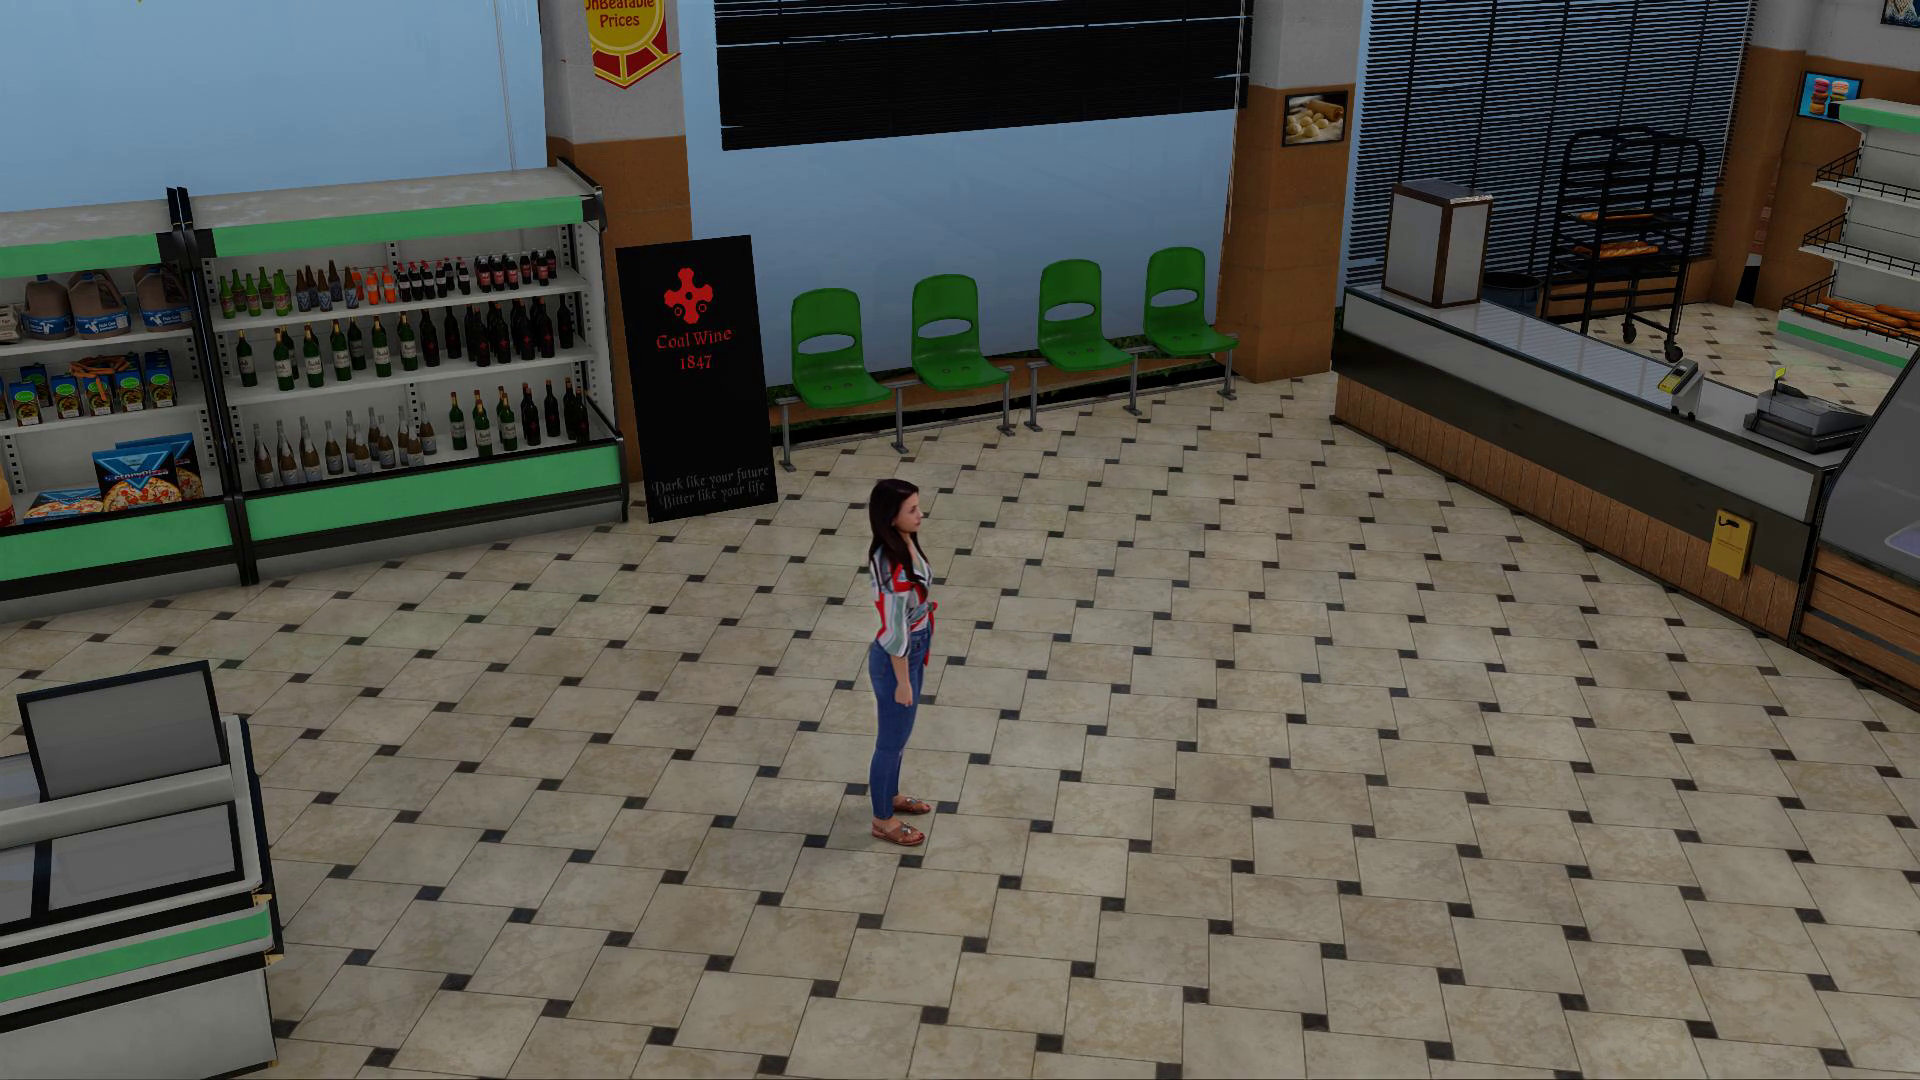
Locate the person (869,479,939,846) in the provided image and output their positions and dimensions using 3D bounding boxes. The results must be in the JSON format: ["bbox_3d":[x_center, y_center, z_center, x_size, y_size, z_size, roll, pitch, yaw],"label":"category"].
[{"bbox_3d":[-0.262,0.497,6.978,0.674,1.612,0.669,2,24,6],"label":"person"}]
